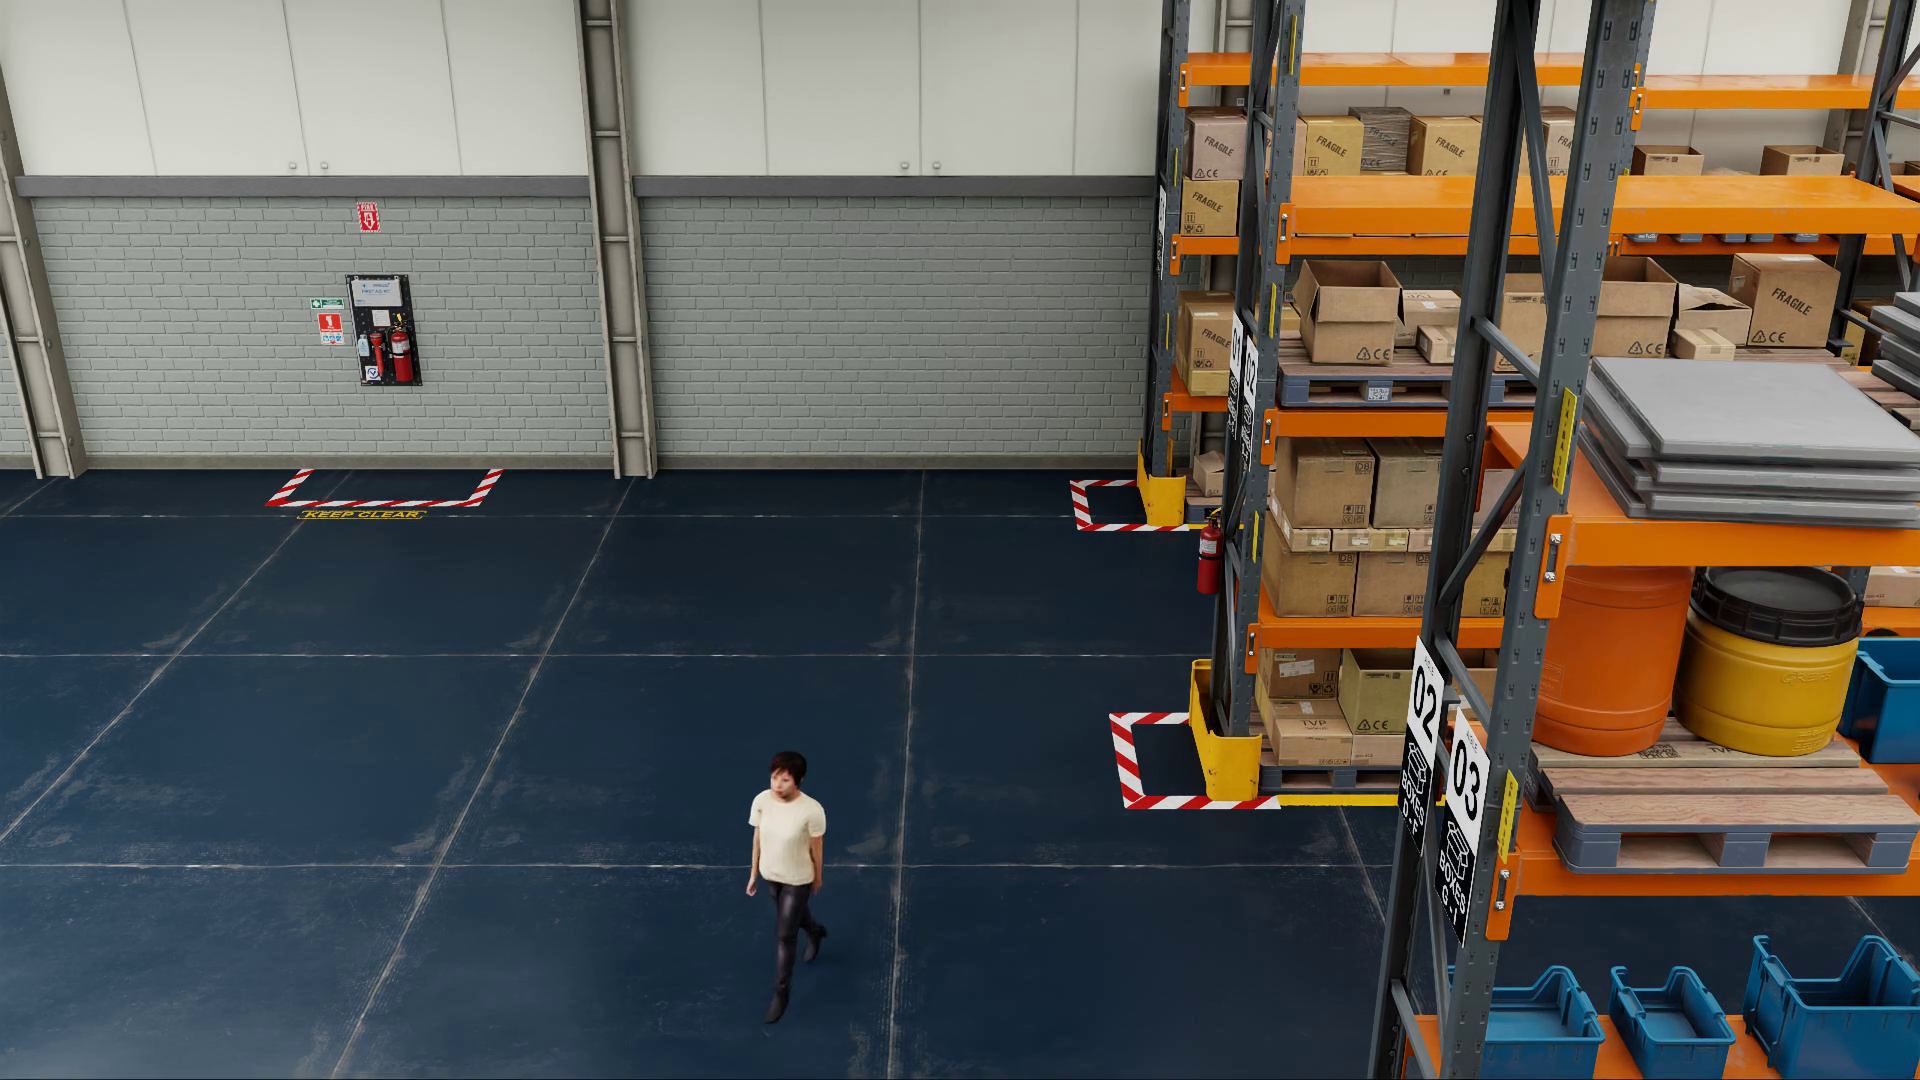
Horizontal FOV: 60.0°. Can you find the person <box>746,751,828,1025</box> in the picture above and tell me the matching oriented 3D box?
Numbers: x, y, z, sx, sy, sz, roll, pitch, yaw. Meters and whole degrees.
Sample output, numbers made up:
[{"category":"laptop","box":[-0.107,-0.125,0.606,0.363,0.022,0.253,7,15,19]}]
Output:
[{"category":"person","box":[-0.938,1.865,9.378,1.033,1.550,0.965,12,26,27]}]
